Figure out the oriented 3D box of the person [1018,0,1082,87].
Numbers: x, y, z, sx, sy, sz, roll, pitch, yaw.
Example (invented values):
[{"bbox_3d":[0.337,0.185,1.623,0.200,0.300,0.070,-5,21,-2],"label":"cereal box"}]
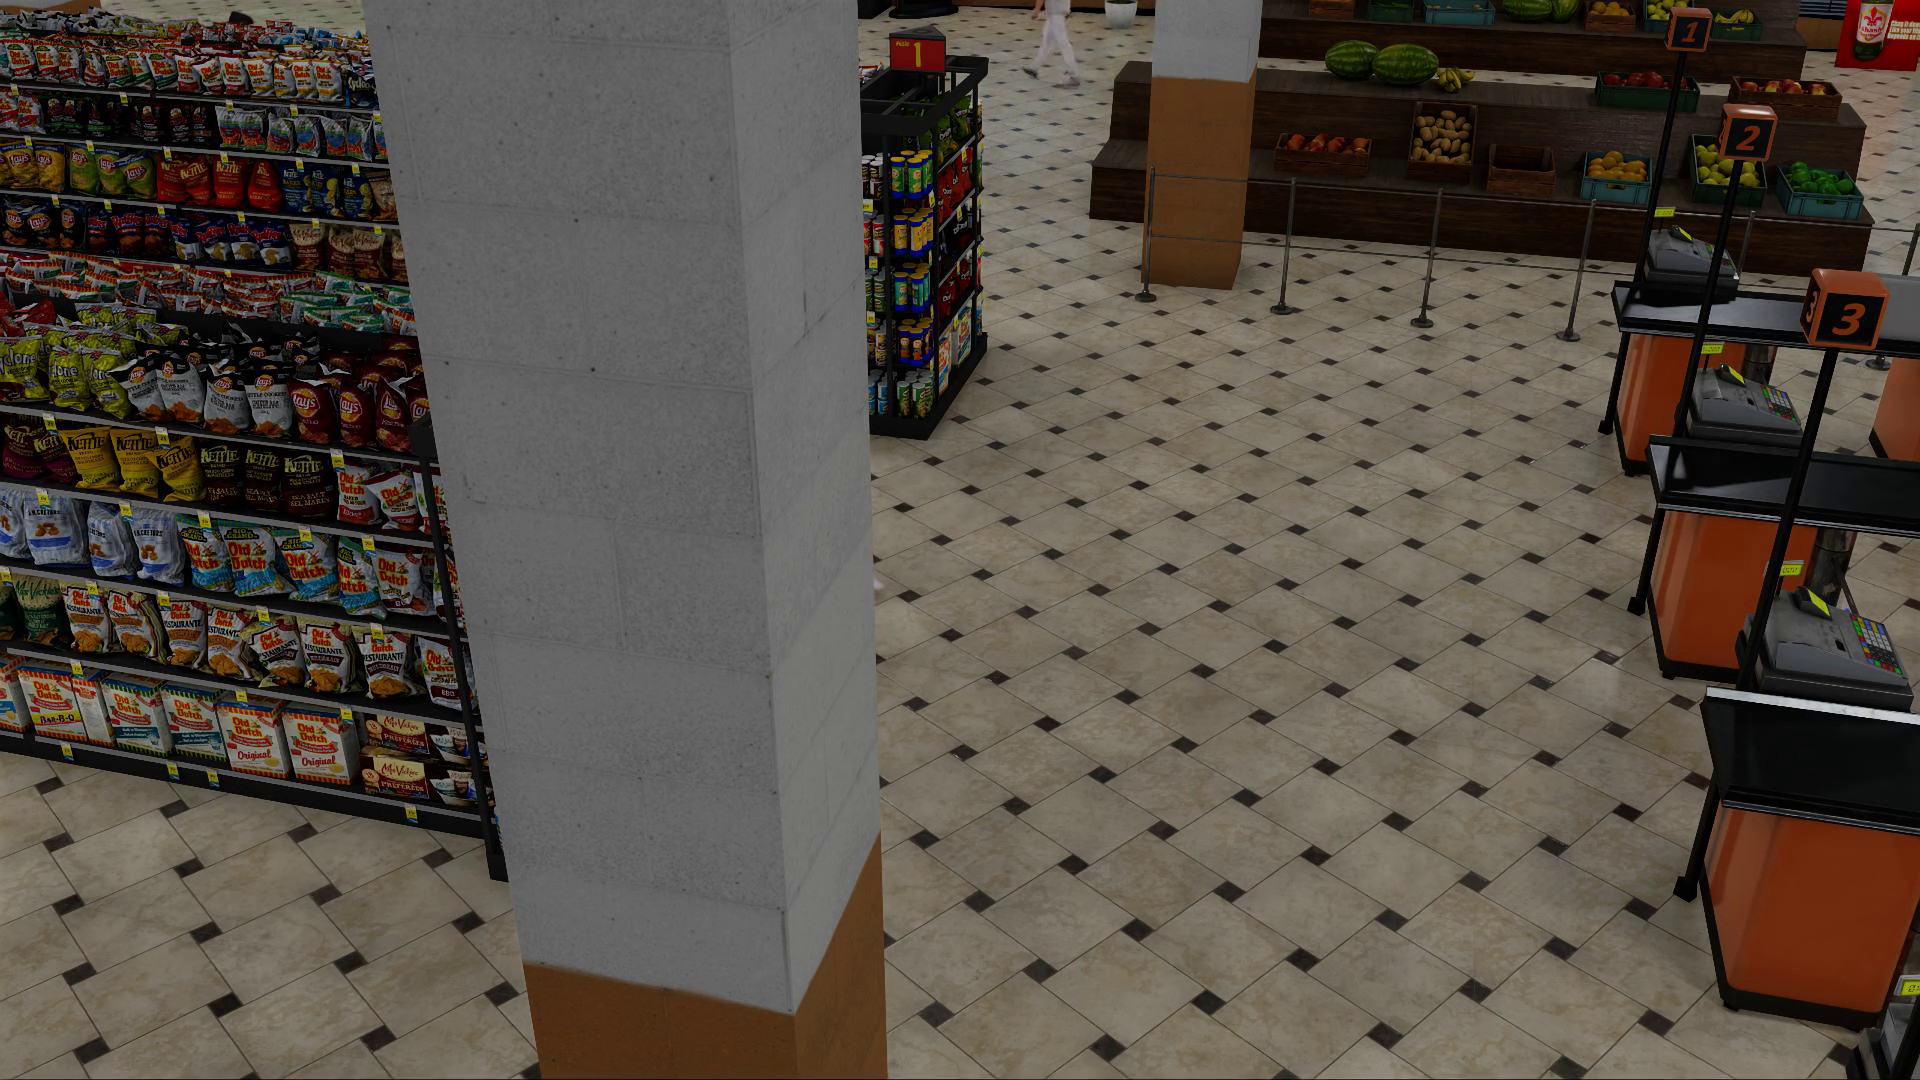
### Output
[{"bbox_3d":[1.112,-5.669,17.796,1.072,1.629,0.747,13,31,22],"label":"person"}]
